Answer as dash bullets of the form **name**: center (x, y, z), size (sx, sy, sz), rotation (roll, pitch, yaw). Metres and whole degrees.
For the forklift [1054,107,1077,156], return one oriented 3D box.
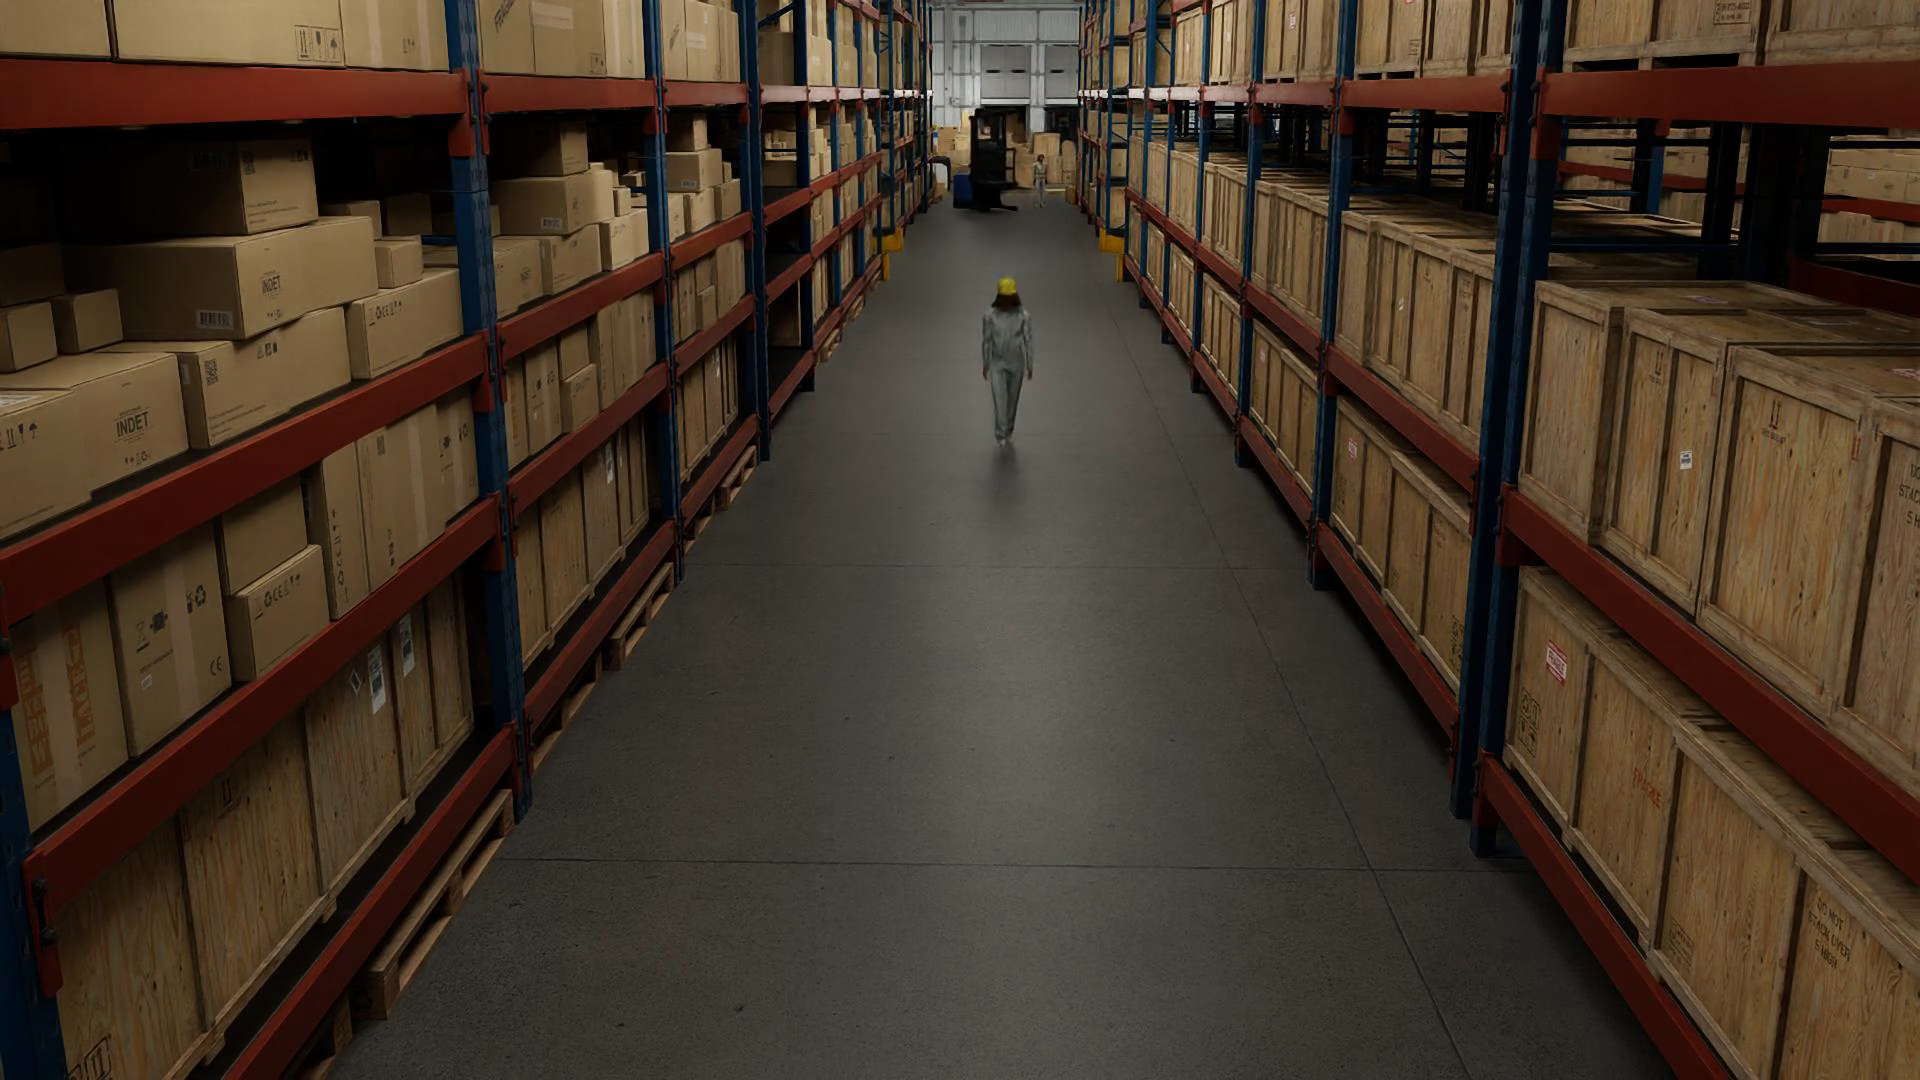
- **forklift**: center (4.875, -18.867, 77.989), size (1.129, 2.768, 1.873), rotation (-7, 17, -24)

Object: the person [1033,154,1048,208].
- **person**: center (2.487, -11.146, 51.613), size (0.517, 1.639, 0.313), rotation (-8, 17, -27)

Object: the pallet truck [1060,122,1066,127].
- **pallet truck**: center (5.788, -21.111, 88.014), size (1.885, 1.965, 0.823), rotation (5, 16, 18)

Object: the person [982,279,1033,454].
- **person**: center (0.475, -1.734, 16.485), size (0.501, 1.689, 0.892), rotation (-1, 15, -4)

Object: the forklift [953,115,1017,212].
- **forklift**: center (0.710, -11.317, 49.898), size (1.129, 2.768, 1.873), rotation (-11, 18, -35)

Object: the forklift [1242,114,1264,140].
- **forklift**: center (11.136, -15.034, 63.727), size (1.129, 2.768, 1.873), rotation (0, 15, 2)
